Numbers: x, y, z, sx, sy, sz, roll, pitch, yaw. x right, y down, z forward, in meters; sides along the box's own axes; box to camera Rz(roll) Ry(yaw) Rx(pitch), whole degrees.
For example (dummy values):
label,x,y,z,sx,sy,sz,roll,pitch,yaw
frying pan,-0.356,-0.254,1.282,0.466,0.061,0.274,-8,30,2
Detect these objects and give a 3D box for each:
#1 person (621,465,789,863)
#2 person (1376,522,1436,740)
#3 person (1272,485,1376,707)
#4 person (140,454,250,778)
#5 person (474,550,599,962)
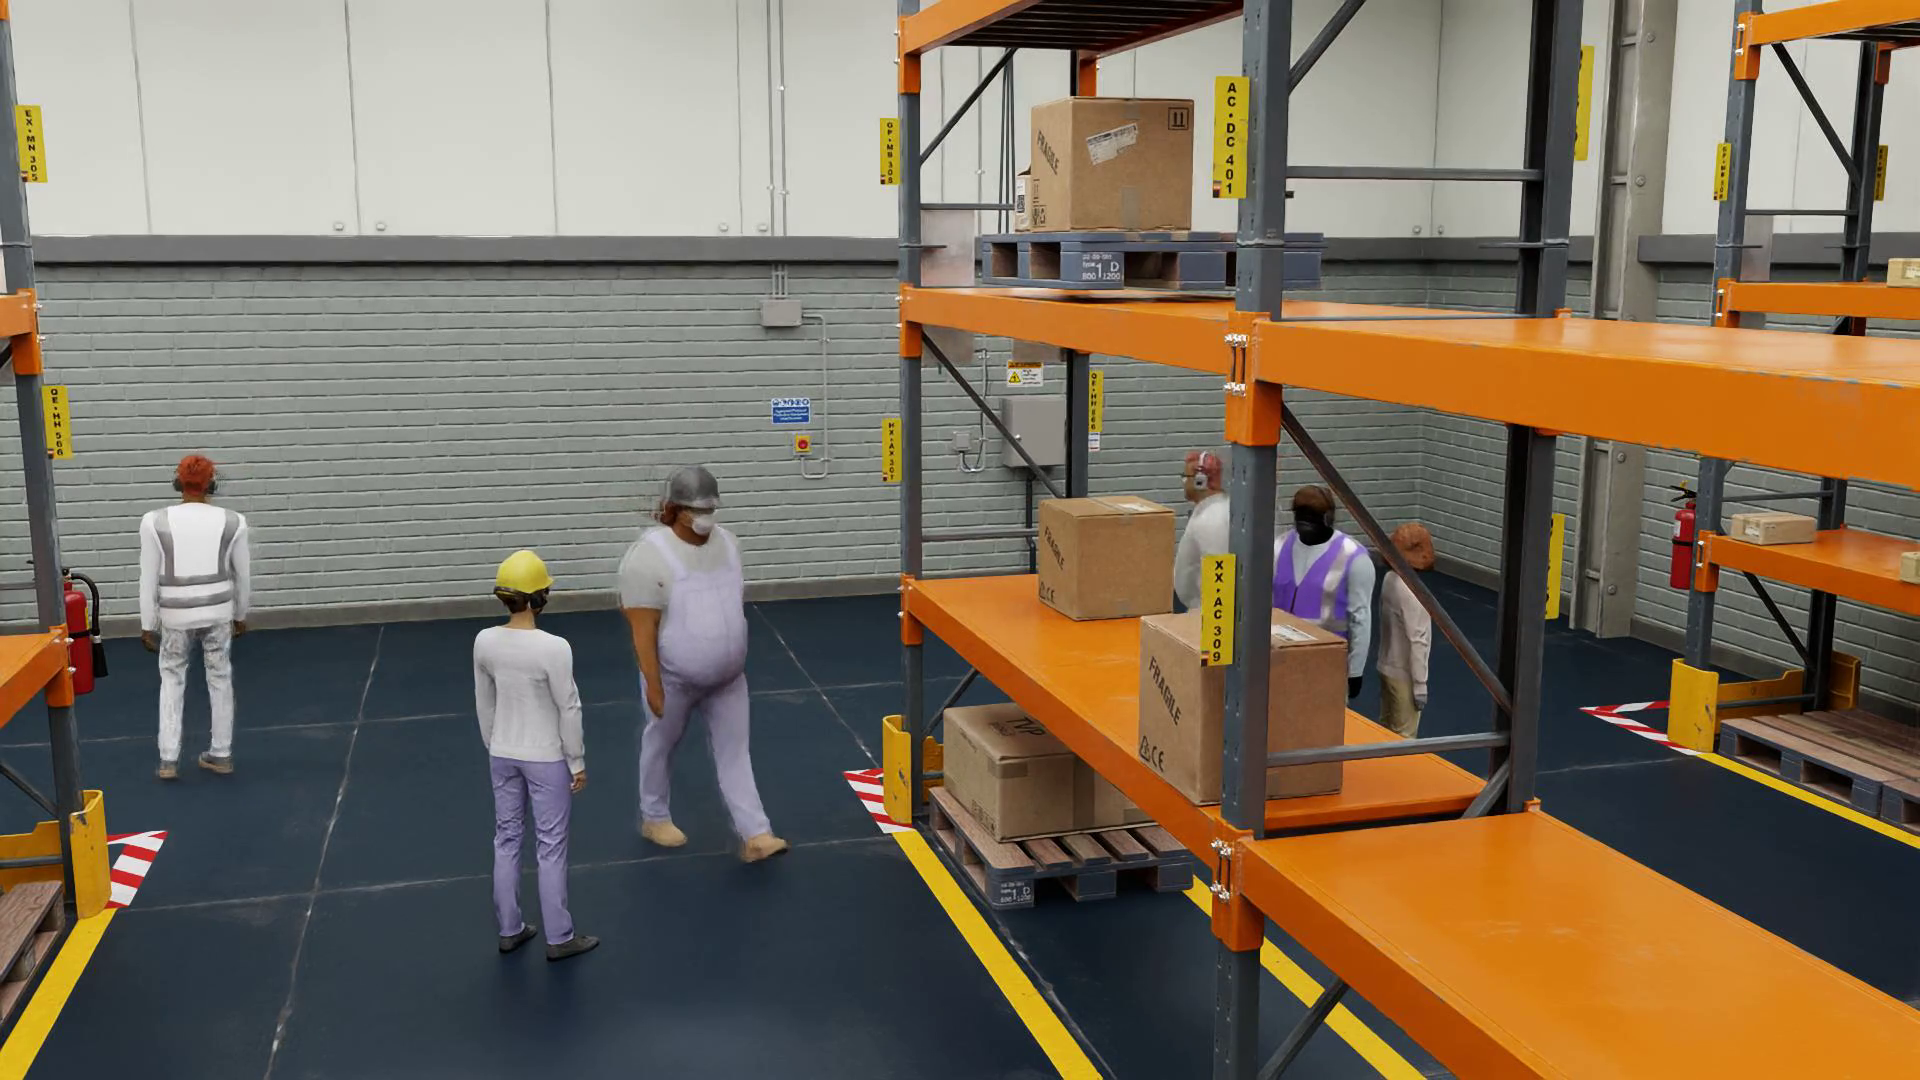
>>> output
label,x,y,z,sx,sy,sz,roll,pitch,yaw
person,-1.292,0.592,8.198,0.698,2.000,1.009,-9,13,-40
person,2.311,0.717,8.635,0.280,1.636,0.503,-1,10,-5
person,1.829,0.618,8.653,0.635,1.836,0.430,9,14,43
person,-4.371,0.441,9.526,0.596,1.877,0.448,-6,11,-30
person,-1.823,0.920,7.101,0.525,1.772,0.301,4,11,24
